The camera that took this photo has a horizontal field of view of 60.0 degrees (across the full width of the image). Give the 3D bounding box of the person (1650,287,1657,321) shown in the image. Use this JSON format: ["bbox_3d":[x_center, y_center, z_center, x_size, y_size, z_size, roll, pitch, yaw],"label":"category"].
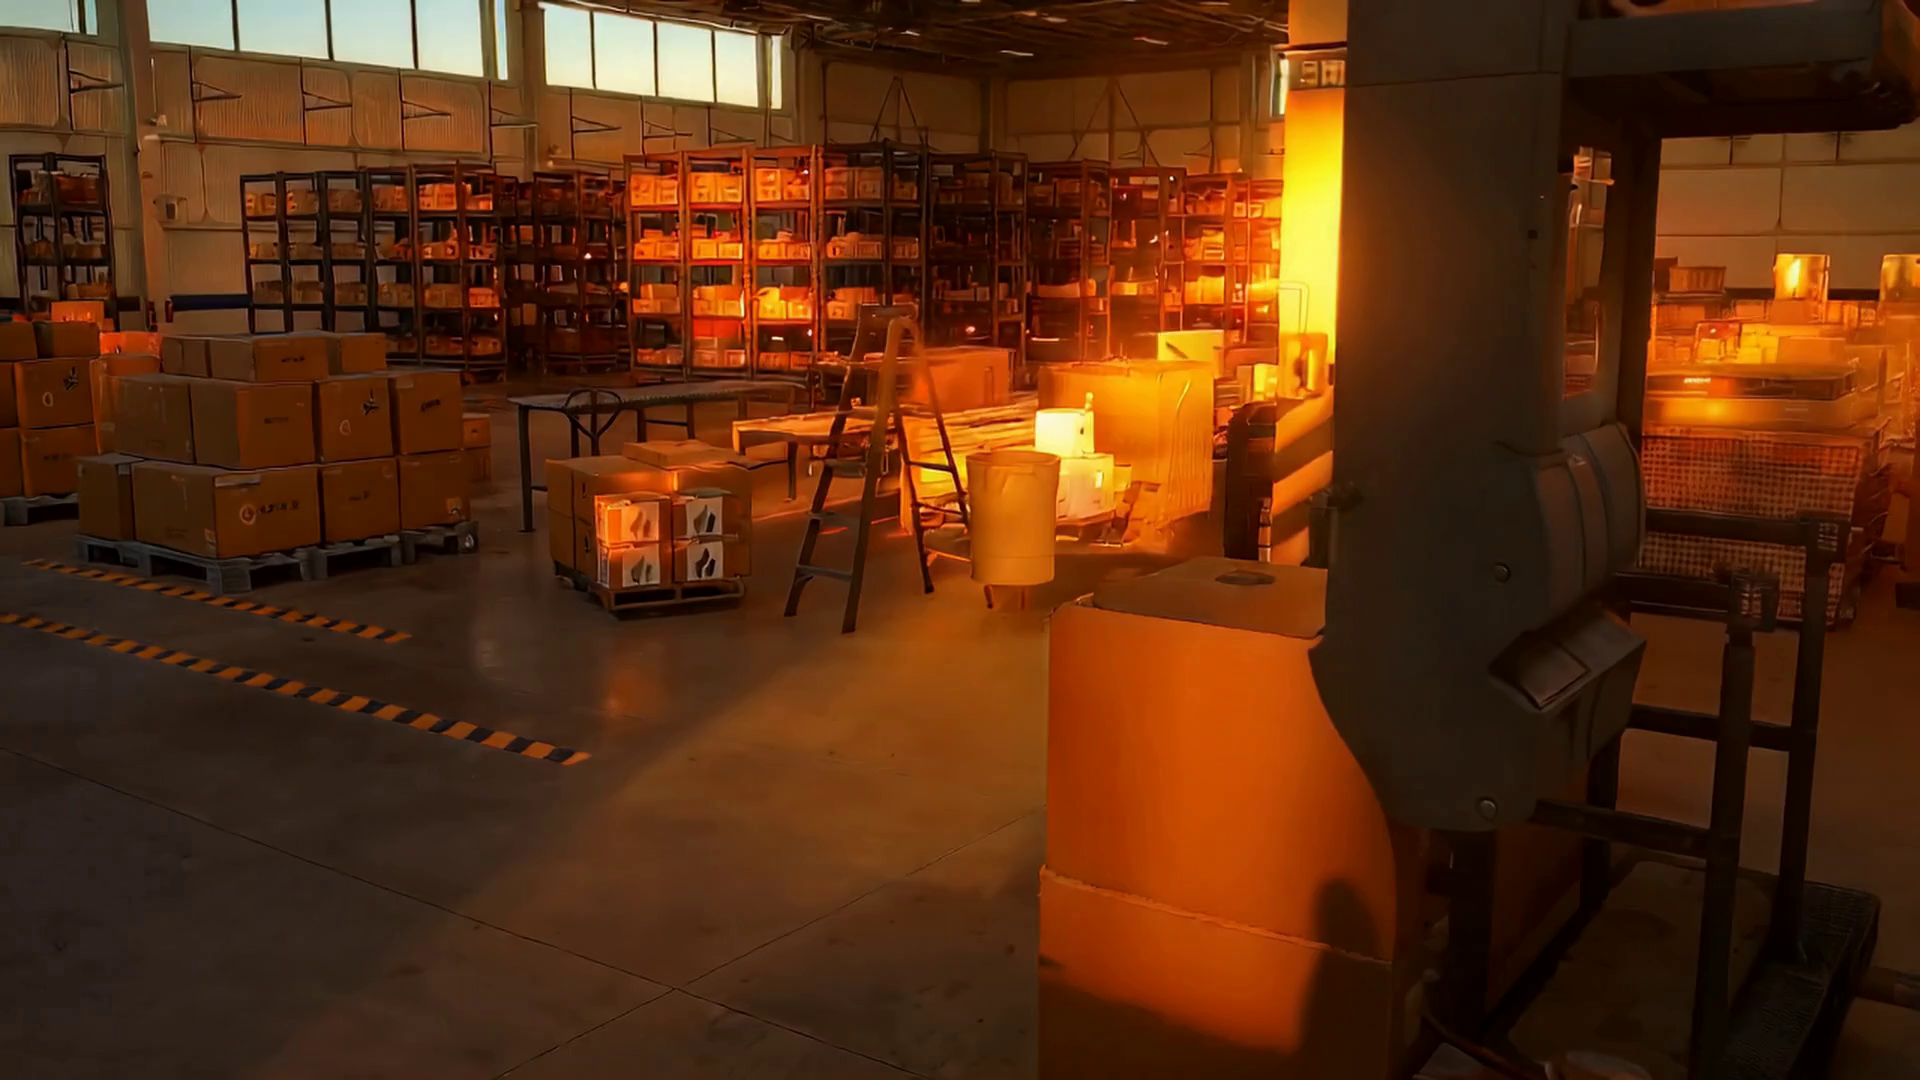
[{"bbox_3d":[13.697,-4.489,33.430,0.430,1.817,0.622,-3,10,-16],"label":"person"}]

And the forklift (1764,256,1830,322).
[{"bbox_3d":[20.253,-5.854,40.139,1.157,1.987,2.680,7,12,35],"label":"forklift"}]

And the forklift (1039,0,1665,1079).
[{"bbox_3d":[1.249,-0.137,4.360,1.873,2.768,1.129,7,12,35],"label":"forklift"}]

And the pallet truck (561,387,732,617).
[{"bbox_3d":[-1.981,-0.274,10.088,0.680,1.201,1.601,-5,11,-28],"label":"pallet truck"}]

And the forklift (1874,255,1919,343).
[{"bbox_3d":[22.089,-5.634,38.796,1.157,1.987,2.680,6,11,33],"label":"forklift"}]

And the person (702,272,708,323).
[{"bbox_3d":[-5.495,-5.005,36.579,0.952,1.800,0.582,5,11,27],"label":"person"}]

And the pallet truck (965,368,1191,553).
[{"bbox_3d":[0.845,-0.609,11.869,1.630,1.274,0.653,7,12,35],"label":"pallet truck"}]
